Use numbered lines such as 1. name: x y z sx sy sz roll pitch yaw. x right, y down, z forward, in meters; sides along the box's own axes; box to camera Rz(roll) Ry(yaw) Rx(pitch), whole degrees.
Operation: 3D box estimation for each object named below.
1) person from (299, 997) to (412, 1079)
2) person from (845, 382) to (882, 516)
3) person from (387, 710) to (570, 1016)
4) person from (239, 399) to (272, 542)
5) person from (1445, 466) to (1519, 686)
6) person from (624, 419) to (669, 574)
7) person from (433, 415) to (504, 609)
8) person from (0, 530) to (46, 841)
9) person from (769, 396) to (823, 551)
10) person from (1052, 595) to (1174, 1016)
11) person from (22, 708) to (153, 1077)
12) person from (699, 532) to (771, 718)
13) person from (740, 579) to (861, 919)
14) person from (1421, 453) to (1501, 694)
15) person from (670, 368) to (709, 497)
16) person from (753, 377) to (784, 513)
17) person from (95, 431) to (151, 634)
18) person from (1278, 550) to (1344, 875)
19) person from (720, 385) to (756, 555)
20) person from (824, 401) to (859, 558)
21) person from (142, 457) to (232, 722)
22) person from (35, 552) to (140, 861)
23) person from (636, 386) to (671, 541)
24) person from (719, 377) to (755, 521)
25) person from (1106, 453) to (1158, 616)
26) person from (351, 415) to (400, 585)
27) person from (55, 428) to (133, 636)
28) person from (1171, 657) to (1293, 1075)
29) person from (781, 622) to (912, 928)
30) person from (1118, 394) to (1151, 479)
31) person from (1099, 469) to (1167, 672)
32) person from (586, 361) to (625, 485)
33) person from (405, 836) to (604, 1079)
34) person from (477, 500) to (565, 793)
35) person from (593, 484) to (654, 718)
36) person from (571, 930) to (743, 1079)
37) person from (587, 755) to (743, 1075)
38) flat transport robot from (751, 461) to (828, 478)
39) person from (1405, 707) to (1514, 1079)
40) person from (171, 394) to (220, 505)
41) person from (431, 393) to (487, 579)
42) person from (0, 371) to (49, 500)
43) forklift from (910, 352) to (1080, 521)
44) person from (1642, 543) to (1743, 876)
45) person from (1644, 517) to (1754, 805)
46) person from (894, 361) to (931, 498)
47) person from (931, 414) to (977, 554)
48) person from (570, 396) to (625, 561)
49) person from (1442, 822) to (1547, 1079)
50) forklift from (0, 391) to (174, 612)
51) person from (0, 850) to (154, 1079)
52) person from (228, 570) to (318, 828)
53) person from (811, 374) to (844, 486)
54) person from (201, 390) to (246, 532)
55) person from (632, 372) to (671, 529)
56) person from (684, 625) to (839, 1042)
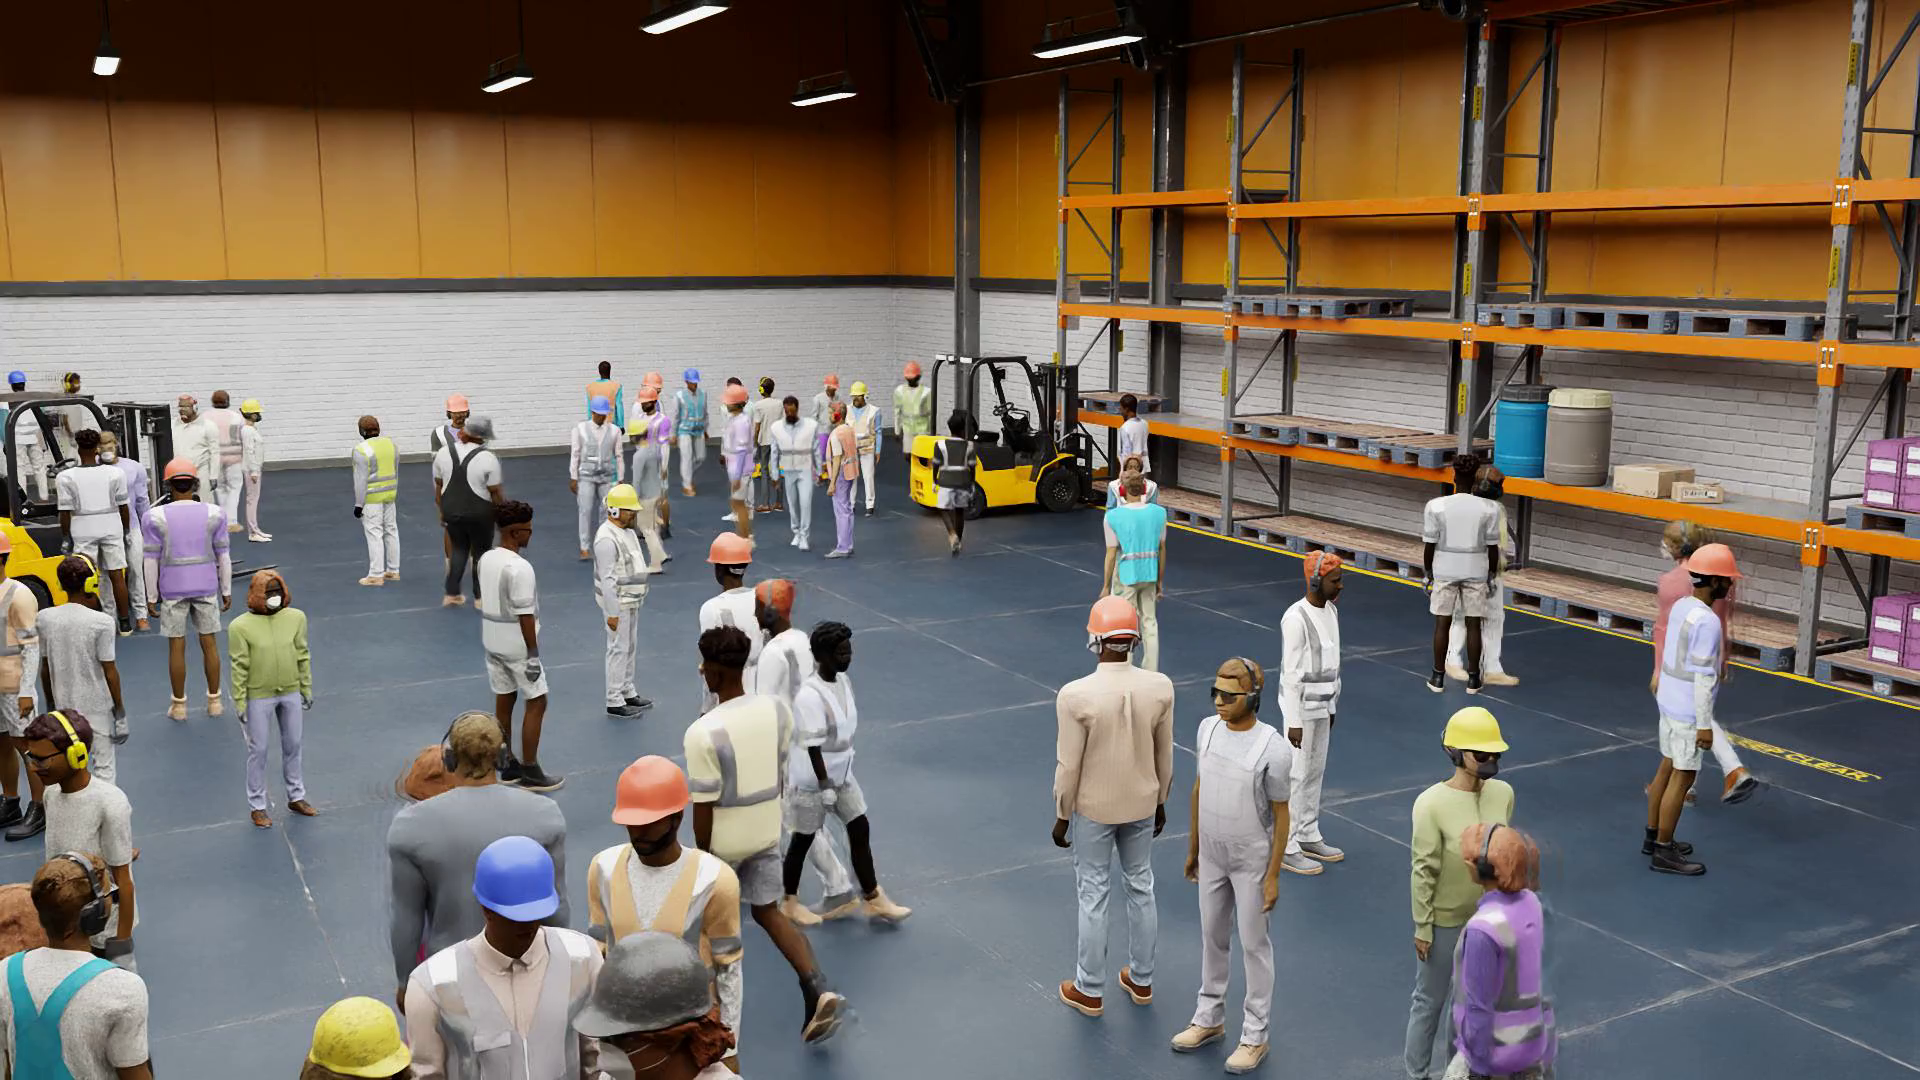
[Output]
1. person: -1.519 1.993 4.276 0.326 1.736 0.486 4 11 24
2. person: -1.358 -1.229 22.537 0.602 1.830 0.404 2 10 12
3. person: -1.754 1.576 6.128 0.639 1.926 0.367 -4 11 -22
4. person: -8.736 -0.860 20.608 0.312 1.768 0.522 -3 10 -19
5. person: 4.318 0.298 13.810 0.681 1.810 0.635 -7 12 -33
6. person: -3.487 -0.474 18.415 0.402 1.739 0.544 2 10 12
7. person: -4.893 -0.308 16.635 0.767 2.000 0.543 2 10 11
8. person: -5.853 0.869 10.159 0.542 1.938 0.358 5 11 26
9. person: -1.987 -0.800 20.011 0.615 1.854 0.922 1 10 4
10. person: 0.714 1.244 7.833 0.612 1.995 0.382 -4 11 -23
11. person: -3.378 1.556 6.455 0.526 1.856 0.344 6 11 30
12. person: -1.349 0.915 9.892 0.363 1.935 0.553 8 12 38
13. person: -0.925 1.132 8.961 0.896 1.864 0.621 2 10 9
14. person: 4.058 0.274 13.501 0.608 1.965 0.365 2 10 14
15. person: -3.971 -1.589 24.400 0.631 1.909 0.677 -9 13 -41
16. person: -2.641 -1.312 22.893 0.510 1.877 0.328 -9 13 -40
17. person: -7.932 -0.071 15.613 0.635 1.928 0.384 -7 12 -34
18. person: 2.037 0.988 9.650 0.358 1.880 0.575 7 12 35
19. person: -2.608 -0.813 19.627 0.362 2.021 0.658 -1 10 -7
20. person: -1.386 -0.705 19.472 0.389 1.849 0.567 2 10 12
21. person: -5.905 0.377 12.742 0.611 2.030 0.410 -7 12 -34
22. person: -5.066 1.001 9.640 0.506 1.859 0.332 2 10 9
23. person: -3.834 -0.951 20.660 0.544 1.930 0.387 7 12 35
24. person: -2.962 -1.207 22.161 0.397 1.920 0.587 7 12 36
25. person: 1.672 -0.031 16.194 0.522 1.639 0.306 -1 10 -4
26. person: -6.305 -0.429 17.921 0.430 1.840 0.621 4 11 23
27. person: -7.986 -0.053 15.380 0.600 1.967 0.369 -7 12 -34
28. person: 1.204 1.410 7.308 0.344 1.847 0.507 -9 13 -42
29. person: -0.621 1.256 8.715 0.794 1.666 0.547 4 11 24
30. person: 2.041 -0.765 19.635 0.391 1.913 0.587 5 11 29
31. person: 1.403 0.355 13.426 0.584 1.845 0.405 -4 11 -23
32. person: -5.438 -1.785 25.526 0.588 1.911 0.397 2 10 13
33. person: -1.295 1.787 4.876 0.604 1.939 0.416 -6 12 -31
34. person: -2.967 0.702 11.084 0.382 1.955 0.619 -10 14 -44
35. person: -2.603 0.468 12.821 0.403 1.817 0.601 1 10 4
36. person: -0.729 1.899 3.932 0.537 2.000 0.684 -9 13 -40
37. person: -1.005 1.658 5.610 0.545 1.939 0.373 2 10 12
38. flat transport robot: -2.647 -1.132 26.468 1.431 0.197 0.652 2 10 10
39. person: 2.052 1.541 6.781 0.525 1.769 0.315 -6 11 -29
40. person: -9.079 -0.767 19.663 0.642 1.909 0.410 0 10 3
41. person: -5.463 -0.587 18.235 0.605 2.045 0.377 -5 11 -27
42. person: -13.014 -1.381 23.126 0.424 1.938 0.603 8 13 38
43. forklift: 0.460 -1.461 22.833 2.313 2.155 1.214 -5 11 -28
44. person: 4.255 0.971 9.640 0.427 1.924 0.558 2 10 10
45. person: 4.692 0.808 10.599 0.632 1.910 0.585 -7 12 -33
46. person: -0.629 -1.640 24.391 0.633 2.015 0.759 4 10 19
47. person: -0.053 -0.657 19.700 0.538 1.673 0.691 -3 10 -15
48. person: -4.210 -0.716 19.337 0.644 1.929 0.456 -5 11 -27
49. person: 1.816 1.771 5.897 0.767 1.604 0.541 8 13 40
50. forklift: -9.026 -0.363 16.508 1.214 2.155 2.313 6 11 29
51. person: -2.606 1.825 4.965 0.501 1.839 0.345 2 10 10
52. person: -4.301 0.981 10.410 0.276 1.627 0.497 9 13 43
53. person: -1.991 -1.694 25.522 0.592 1.726 0.444 -8 13 -40
54. person: -9.387 -1.009 21.281 0.649 1.832 0.513 -2 10 -11
55. person: -3.977 -1.161 21.552 0.394 2.040 0.609 4 11 23
56. person: -0.955 1.332 7.498 0.841 1.937 0.610 9 13 43
